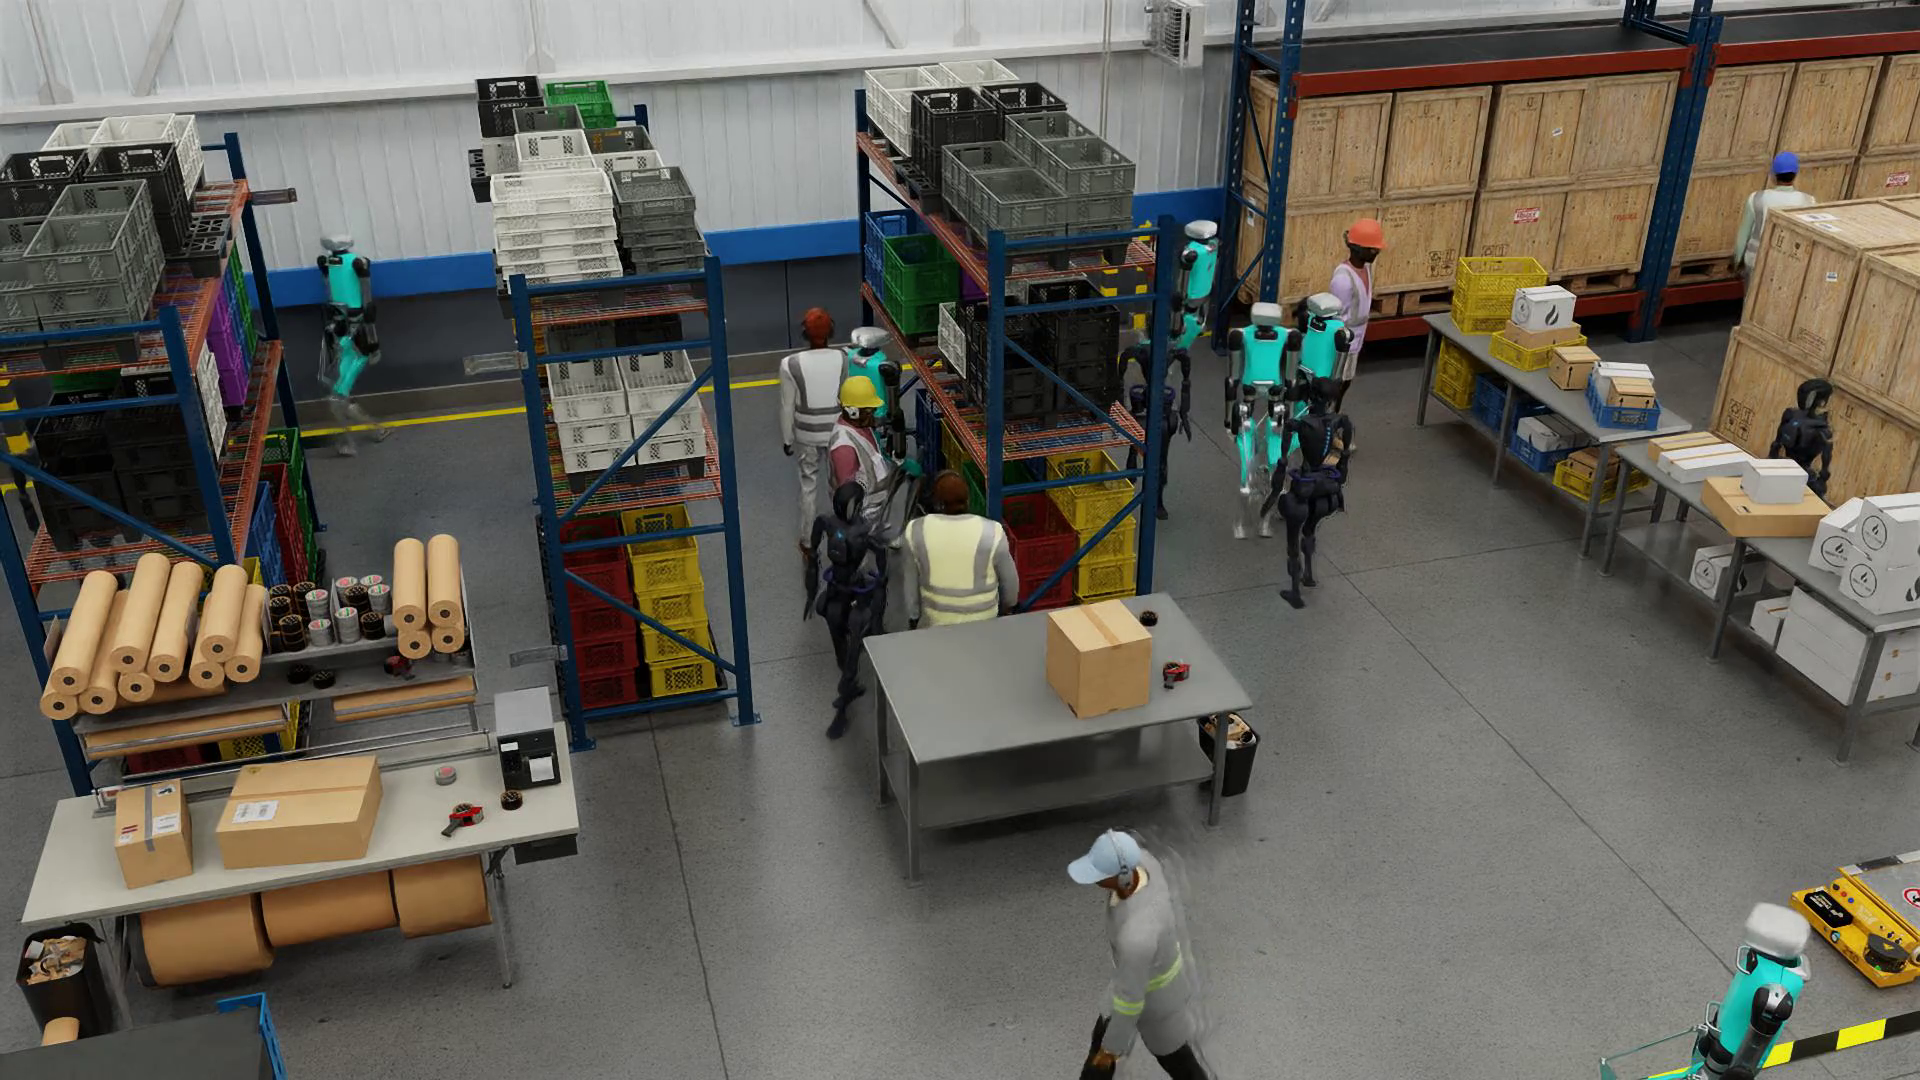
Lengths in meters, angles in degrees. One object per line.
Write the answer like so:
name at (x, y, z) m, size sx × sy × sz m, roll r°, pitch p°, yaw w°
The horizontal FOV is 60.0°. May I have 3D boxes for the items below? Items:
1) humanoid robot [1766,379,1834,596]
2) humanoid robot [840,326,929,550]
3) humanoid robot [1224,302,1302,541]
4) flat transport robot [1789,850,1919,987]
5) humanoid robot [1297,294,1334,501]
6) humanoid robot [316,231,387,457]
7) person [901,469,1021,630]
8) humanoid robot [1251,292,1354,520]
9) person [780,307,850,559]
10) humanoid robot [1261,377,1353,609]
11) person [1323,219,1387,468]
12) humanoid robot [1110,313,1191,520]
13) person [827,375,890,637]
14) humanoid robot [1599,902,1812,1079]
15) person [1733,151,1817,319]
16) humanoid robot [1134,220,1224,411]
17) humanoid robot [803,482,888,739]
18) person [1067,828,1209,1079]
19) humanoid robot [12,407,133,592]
humanoid robot at (5.611, -0.305, 11.286) m, size 0.754 × 1.633 × 0.609 m, roll -5°, pitch 29°, yaw -9°
humanoid robot at (-0.481, -0.784, 11.982) m, size 0.530 × 1.715 × 0.728 m, roll 21°, pitch 35°, yaw 33°
humanoid robot at (2.182, -0.805, 12.052) m, size 0.538 × 1.744 × 0.722 m, roll 2°, pitch 29°, yaw 3°
flat transport robot at (5.163, 1.916, 8.676) m, size 1.431 × 0.231 × 0.659 m, roll -8°, pitch 30°, yaw -14°
humanoid robot at (2.756, -1.107, 12.719) m, size 0.472 × 1.647 × 0.606 m, roll -3°, pitch 29°, yaw -5°
humanoid robot at (-5.052, -1.532, 13.457) m, size 0.559 × 1.797 × 0.805 m, roll 13°, pitch 31°, yaw 22°
person at (0.009, 0.388, 9.849) m, size 0.659 × 1.797 × 0.608 m, roll 7°, pitch 30°, yaw 13°
humanoid robot at (2.439, -0.958, 12.284) m, size 0.749 × 1.698 × 0.530 m, roll -14°, pitch 32°, yaw -24°
person at (-0.983, -0.749, 11.871) m, size 0.575 × 1.867 × 0.384 m, roll -6°, pitch 29°, yaw -10°
humanoid robot at (2.354, -0.329, 11.297) m, size 0.608 × 1.651 × 0.361 m, roll -9°, pitch 30°, yaw -17°
person at (3.077, -1.556, 13.165) m, size 0.406 × 2.035 × 0.606 m, roll 16°, pitch 33°, yaw 27°
humanoid robot at (1.429, -0.949, 12.431) m, size 0.610 × 1.652 × 0.383 m, roll 2°, pitch 29°, yaw 4°
person at (-0.661, -0.234, 10.965) m, size 0.404 × 1.827 × 0.600 m, roll 2°, pitch 29°, yaw 3°
humanoid robot at (2.859, 2.100, 6.678) m, size 0.735 × 1.676 × 0.533 m, roll 13°, pitch 31°, yaw 22°
person at (7.385, -2.572, 15.142) m, size 0.628 × 1.915 × 0.891 m, roll 14°, pitch 32°, yaw 24°
humanoid robot at (1.779, -1.829, 14.067) m, size 0.734 × 1.877 × 0.536 m, roll 22°, pitch 36°, yaw 35°
humanoid robot at (-0.715, 0.400, 9.986) m, size 0.599 × 1.628 × 0.655 m, roll 14°, pitch 32°, yaw 23°
person at (0.739, 1.933, 7.075) m, size 0.998 × 1.771 × 0.599 m, roll -1°, pitch 29°, yaw -2°
humanoid robot at (-5.796, -0.131, 10.951) m, size 0.603 × 1.631 × 0.480 m, roll -11°, pitch 31°, yaw -19°
